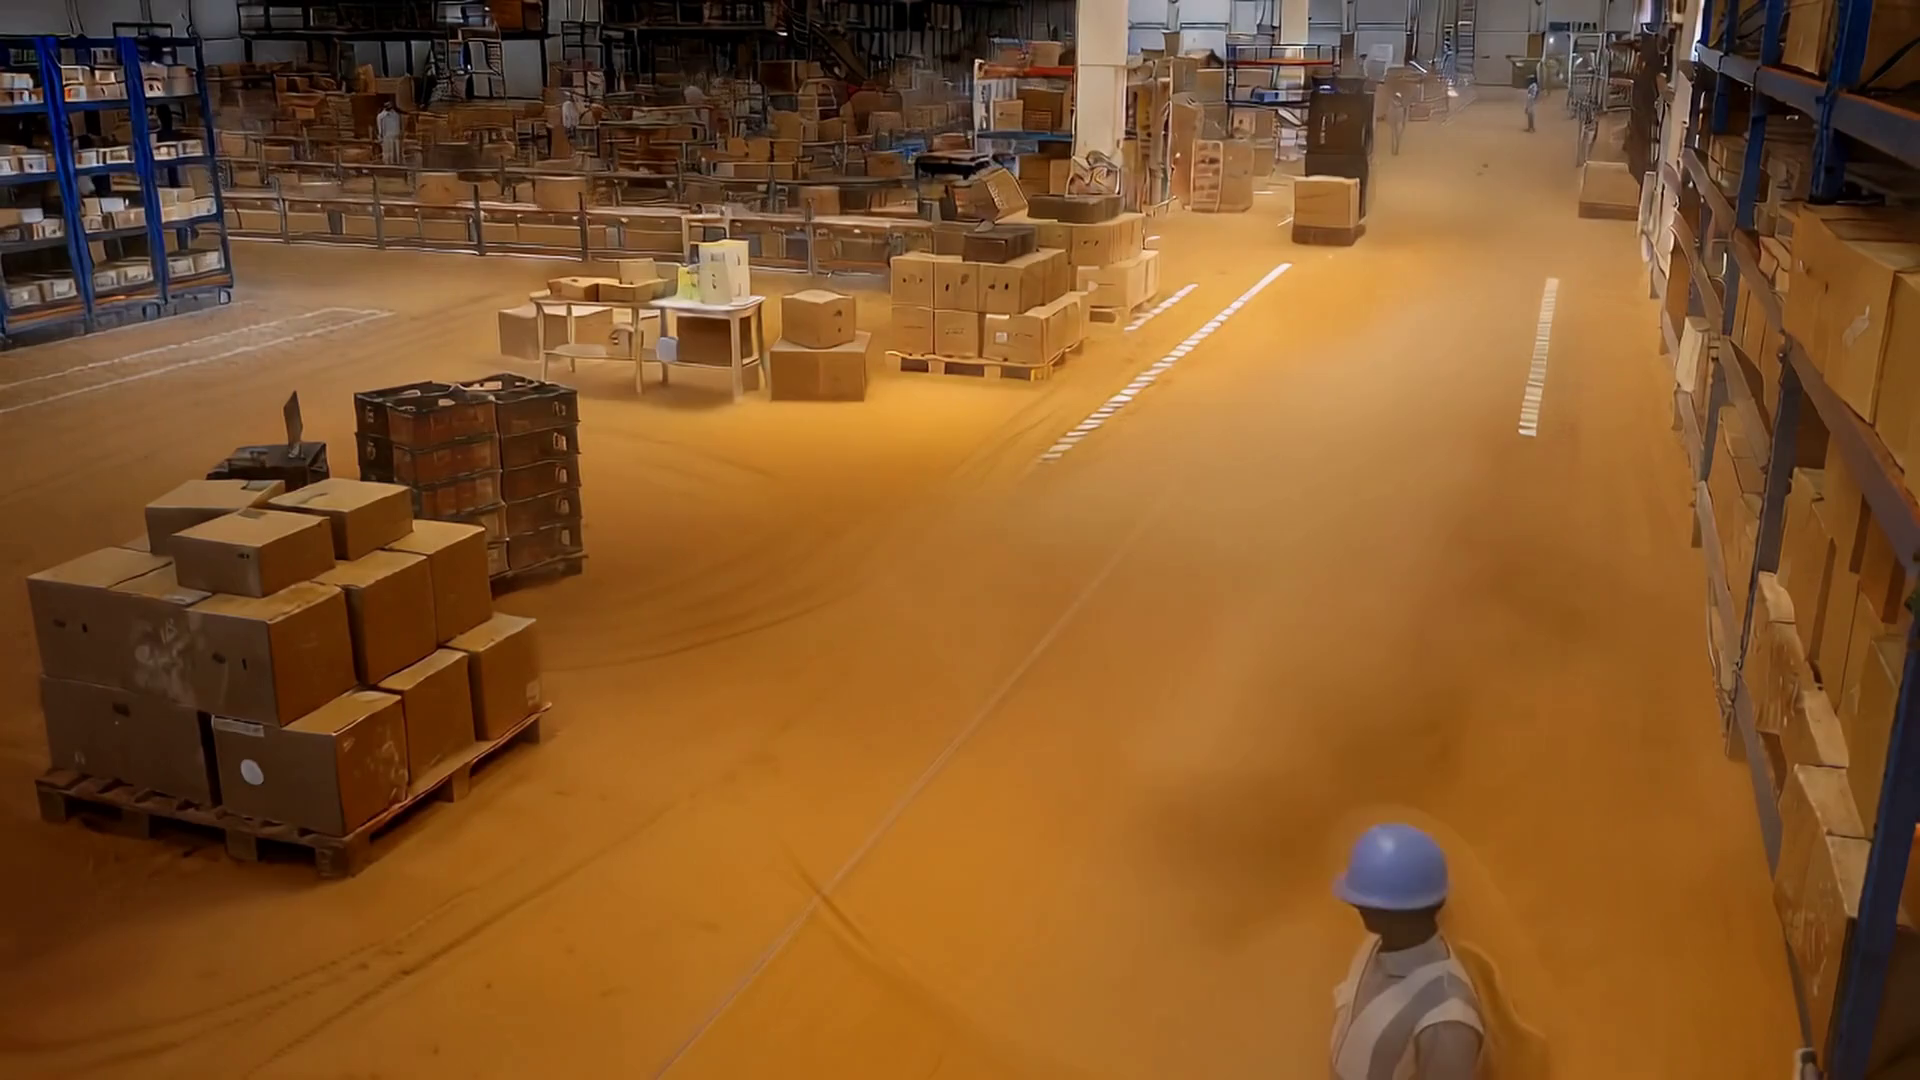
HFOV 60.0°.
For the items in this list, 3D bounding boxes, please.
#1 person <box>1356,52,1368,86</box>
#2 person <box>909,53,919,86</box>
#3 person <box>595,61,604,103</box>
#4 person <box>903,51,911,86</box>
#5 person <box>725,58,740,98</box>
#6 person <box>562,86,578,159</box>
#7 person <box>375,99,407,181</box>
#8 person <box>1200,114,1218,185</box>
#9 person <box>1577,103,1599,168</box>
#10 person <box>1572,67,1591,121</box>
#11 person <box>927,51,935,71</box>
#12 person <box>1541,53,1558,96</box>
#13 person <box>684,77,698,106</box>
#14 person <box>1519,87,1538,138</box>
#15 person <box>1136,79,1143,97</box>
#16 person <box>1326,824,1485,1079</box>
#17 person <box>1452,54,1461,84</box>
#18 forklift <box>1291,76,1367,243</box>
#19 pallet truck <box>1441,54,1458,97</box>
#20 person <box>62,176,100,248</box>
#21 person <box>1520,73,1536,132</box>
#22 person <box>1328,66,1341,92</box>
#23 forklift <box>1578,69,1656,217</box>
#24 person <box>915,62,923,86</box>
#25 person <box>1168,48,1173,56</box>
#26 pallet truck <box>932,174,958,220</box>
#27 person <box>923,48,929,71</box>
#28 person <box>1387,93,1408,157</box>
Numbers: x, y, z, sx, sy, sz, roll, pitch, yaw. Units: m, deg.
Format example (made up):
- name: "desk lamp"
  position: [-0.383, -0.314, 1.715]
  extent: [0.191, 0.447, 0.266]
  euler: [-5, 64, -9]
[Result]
- name: "person"
  position: [21.358, -24.937, 88.205]
  extent: [0.910, 1.842, 0.531]
  euler: [-11, 21, -30]
- name: "person"
  position: [-2.356, -23.727, 84.362]
  extent: [0.580, 1.865, 0.590]
  euler: [11, 21, 30]
- name: "person"
  position: [-15.920, -20.134, 73.142]
  extent: [0.662, 1.824, 0.534]
  euler: [-7, 19, -21]
- name: "person"
  position: [-2.655, -24.360, 86.248]
  extent: [0.564, 1.921, 0.422]
  euler: [0, 18, 1]
- name: "person"
  position: [-10.303, -20.944, 75.585]
  extent: [0.961, 1.876, 0.601]
  euler: [-10, 20, -28]
- name: "person"
  position: [-10.139, -10.815, 43.492]
  extent: [0.372, 2.043, 0.615]
  euler: [2, 18, 7]
- name: "person"
  position: [-13.616, -9.579, 39.855]
  extent: [0.635, 1.900, 0.404]
  euler: [-15, 23, -39]
- name: "person"
  position: [5.808, -9.105, 38.805]
  extent: [0.281, 1.624, 0.493]
  euler: [-13, 22, -35]
- name: "person"
  position: [16.209, -10.429, 42.942]
  extent: [0.511, 1.639, 0.308]
  euler: [-4, 18, -12]
- name: "person"
  position: [22.894, -16.418, 61.250]
  extent: [0.605, 1.958, 0.387]
  euler: [0, 18, 1]
- name: "person"
  position: [-1.470, -23.590, 83.720]
  extent: [0.382, 1.993, 0.609]
  euler: [7, 19, 21]
- name: "person"
  position: [28.367, -22.388, 79.863]
  extent: [0.849, 2.000, 0.534]
  euler: [0, 18, -1]
- name: "person"
  position: [-9.036, -14.507, 55.467]
  extent: [0.666, 1.809, 0.630]
  euler: [14, 22, 37]
- name: "person"
  position: [18.306, -13.761, 53.464]
  extent: [0.524, 1.606, 0.829]
  euler: [-9, 20, -26]
- name: "person"
  position: [6.886, -16.895, 62.916]
  extent: [0.653, 1.847, 0.550]
  euler: [8, 19, 22]
- name: "person"
  position: [1.158, 1.648, 4.503]
  extent: [0.402, 1.940, 0.602]
  euler: [-1, 18, -4]
- name: "person"
  position: [24.254, -22.902, 81.692]
  extent: [0.714, 1.907, 0.588]
  euler: [-8, 19, -24]
- name: "forklift"
  position: [6.598, -6.755, 29.381]
  extent: [1.129, 2.768, 1.873]
  euler: [6, 19, 19]
- name: "pallet truck"
  position: [22.765, -21.886, 78.355]
  extent: [0.823, 1.965, 1.885]
  euler: [-4, 18, -14]
- name: "person"
  position: [-15.205, -5.879, 28.500]
  extent: [0.895, 1.716, 0.554]
  euler: [6, 19, 18]
- name: "person"
  position: [19.189, -14.768, 56.102]
  extent: [0.391, 1.929, 0.548]
  euler: [12, 21, 33]
- name: "person"
  position: [15.386, -18.638, 68.342]
  extent: [0.567, 1.877, 1.005]
  euler: [15, 23, 39]
- name: "forklift"
  position: [13.219, -7.740, 32.475]
  extent: [1.873, 2.768, 1.129]
  euler: [6, 19, 18]
- name: "person"
  position: [-1.856, -20.800, 75.409]
  extent: [0.453, 1.699, 0.561]
  euler: [-7, 19, -22]
- name: "person"
  position: [11.750, -26.485, 92.923]
  extent: [0.769, 1.927, 0.618]
  euler: [15, 23, 38]
- name: "pallet truck"
  position: [-0.507, -5.292, 27.348]
  extent: [0.653, 1.274, 1.630]
  euler: [6, 19, 19]
- name: "person"
  position: [-2.056, -28.838, 100.527]
  extent: [0.790, 1.798, 0.655]
  euler: [11, 20, 30]
- name: "person"
  position: [12.219, -11.618, 46.550]
  extent: [0.526, 1.721, 0.844]
  euler: [6, 19, 18]
